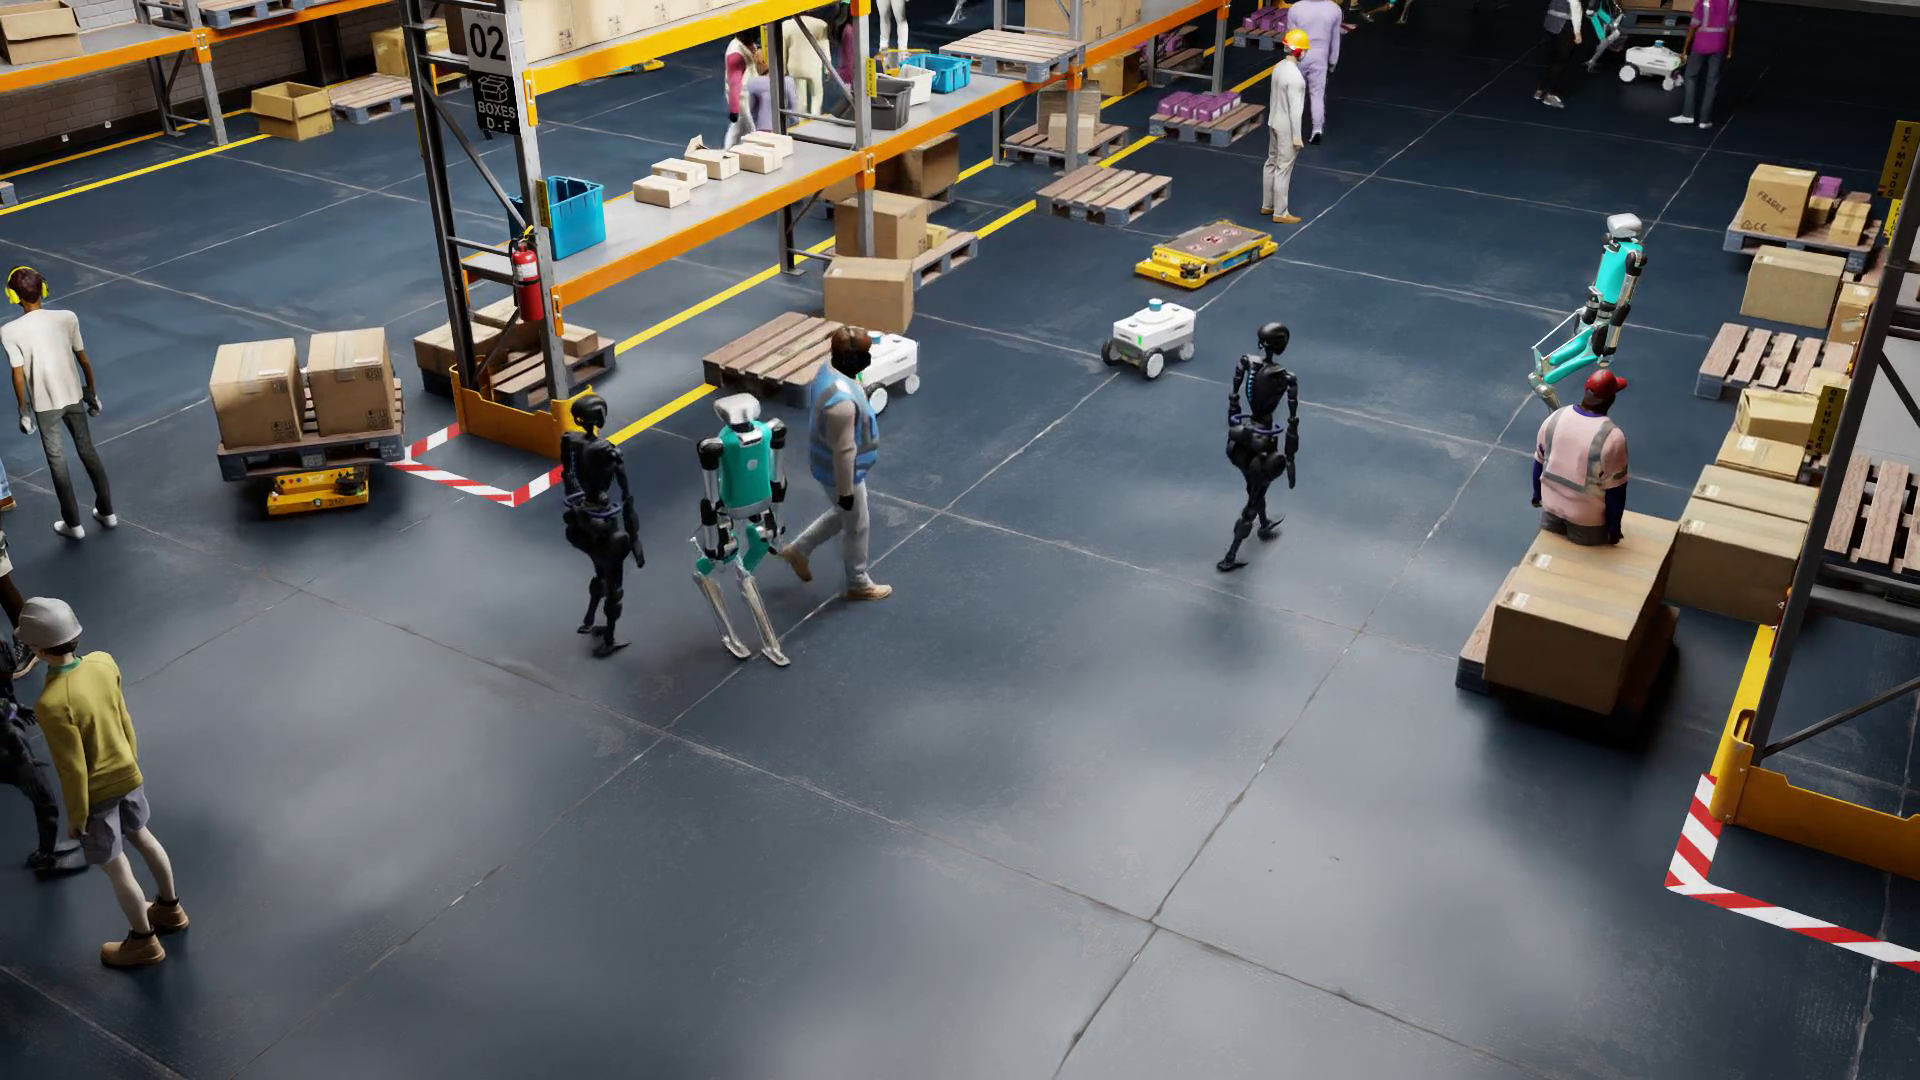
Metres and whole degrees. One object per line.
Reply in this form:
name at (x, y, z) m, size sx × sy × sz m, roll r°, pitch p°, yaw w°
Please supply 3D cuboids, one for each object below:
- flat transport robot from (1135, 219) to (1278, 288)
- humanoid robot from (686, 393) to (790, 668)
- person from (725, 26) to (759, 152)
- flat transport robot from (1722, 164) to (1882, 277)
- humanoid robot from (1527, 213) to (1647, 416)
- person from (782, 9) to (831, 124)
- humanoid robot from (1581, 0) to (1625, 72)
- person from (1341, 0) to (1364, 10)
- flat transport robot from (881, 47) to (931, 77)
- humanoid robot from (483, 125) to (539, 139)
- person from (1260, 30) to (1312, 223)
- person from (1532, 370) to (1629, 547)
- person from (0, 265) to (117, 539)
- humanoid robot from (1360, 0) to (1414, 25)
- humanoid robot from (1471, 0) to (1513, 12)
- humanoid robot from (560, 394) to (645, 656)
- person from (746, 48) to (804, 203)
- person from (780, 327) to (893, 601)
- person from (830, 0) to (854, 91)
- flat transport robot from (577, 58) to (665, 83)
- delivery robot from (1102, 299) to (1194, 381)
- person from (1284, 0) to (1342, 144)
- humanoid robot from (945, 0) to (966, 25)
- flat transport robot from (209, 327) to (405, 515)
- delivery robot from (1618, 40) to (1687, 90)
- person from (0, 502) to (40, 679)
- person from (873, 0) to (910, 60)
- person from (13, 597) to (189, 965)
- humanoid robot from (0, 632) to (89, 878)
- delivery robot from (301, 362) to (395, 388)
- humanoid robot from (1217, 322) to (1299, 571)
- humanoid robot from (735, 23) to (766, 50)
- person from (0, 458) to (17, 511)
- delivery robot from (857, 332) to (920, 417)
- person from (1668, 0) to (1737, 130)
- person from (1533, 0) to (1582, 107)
flat transport robot at (2.351, -2.720, 15.753) m, size 0.659 × 0.231 × 1.431 m, roll 24°, pitch 37°, yaw 36°
humanoid robot at (-1.330, -0.082, 9.581) m, size 0.536 × 1.774 × 0.722 m, roll -20°, pitch 35°, yaw -32°
person at (-2.146, -4.637, 17.588) m, size 0.950 × 1.791 × 0.652 m, roll 1°, pitch 29°, yaw 2°
flat transport robot at (7.923, -2.702, 15.721) m, size 0.659 × 0.231 × 1.431 m, roll 17°, pitch 34°, yaw 27°
humanoid robot at (4.434, -1.516, 11.996) m, size 0.735 × 1.677 × 0.533 m, roll -1°, pitch 30°, yaw -3°
person at (-1.764, -5.378, 18.954) m, size 0.584 × 1.738 × 0.404 m, roll -2°, pitch 30°, yaw -4°
humanoid robot at (8.542, -7.052, 21.985) m, size 0.658 × 1.859 × 0.541 m, roll 12°, pitch 32°, yaw 21°
person at (6.018, -9.008, 25.367) m, size 0.573 × 1.749 × 0.336 m, roll 25°, pitch 38°, yaw 36°
flat transport robot at (-0.686, -6.262, 22.019) m, size 0.659 × 0.231 × 1.431 m, roll -2°, pitch 30°, yaw -4°
humanoid robot at (-5.310, -5.508, 19.253) m, size 0.548 × 1.835 × 0.853 m, roll 17°, pitch 34°, yaw 27°
person at (3.257, -4.113, 16.574) m, size 0.367 × 1.891 × 0.558 m, roll -7°, pitch 30°, yaw -13°
person at (3.626, -0.187, 9.765) m, size 0.419 × 1.754 × 0.603 m, roll -20°, pitch 35°, yaw -31°
person at (-5.931, -0.898, 10.924) m, size 0.342 × 1.856 × 0.523 m, roll 21°, pitch 36°, yaw 32°
humanoid robot at (6.293, -8.238, 24.020) m, size 0.550 × 1.725 × 1.047 m, roll -20°, pitch 35°, yaw -32°
humanoid robot at (8.143, -8.829, 25.174) m, size 0.688 × 1.617 × 0.596 m, roll -3°, pitch 30°, yaw -6°
humanoid robot at (-2.097, -0.078, 9.661) m, size 0.586 × 1.655 × 0.355 m, roll 19°, pitch 34°, yaw 30°
person at (-1.888, -4.224, 17.040) m, size 0.544 × 1.613 × 0.367 m, roll -2°, pitch 30°, yaw -3°
person at (-0.775, -0.439, 10.145) m, size 0.612 × 1.822 × 0.639 m, roll -3°, pitch 30°, yaw -6°
person at (-1.148, -5.044, 18.169) m, size 0.485 × 1.938 × 0.540 m, roll -6°, pitch 30°, yaw -10°
flat transport robot at (-4.725, -6.328, 22.136) m, size 1.431 × 0.231 × 0.659 m, roll -22°, pitch 36°, yaw -34°
delivery robot at (1.566, -1.661, 13.603) m, size 0.799 × 0.608 × 0.499 m, roll -24°, pitch 37°, yaw -36°
person at (4.032, -5.543, 19.123) m, size 0.650 × 1.869 × 0.913 m, roll 0°, pitch 29°, yaw 0°
humanoid robot at (-0.060, -8.445, 24.497) m, size 0.546 × 1.885 × 0.797 m, roll 24°, pitch 38°, yaw 36°
flat transport robot at (-4.622, -0.614, 12.028) m, size 0.659 × 0.231 × 1.431 m, roll -8°, pitch 30°, yaw -14°
delivery robot at (8.996, -6.179, 21.570) m, size 0.764 × 0.582 × 0.499 m, roll 25°, pitch 38°, yaw 37°
person at (-5.675, -0.102, 9.401) m, size 0.612 × 1.961 × 0.362 m, roll 8°, pitch 30°, yaw 13°
person at (-0.922, -7.441, 22.410) m, size 0.634 × 1.936 × 0.351 m, roll 13°, pitch 32°, yaw 22°
person at (-3.804, 1.077, 7.387) m, size 0.374 × 1.893 × 0.485 m, roll 4°, pitch 30°, yaw 7°
humanoid robot at (-4.514, 0.910, 7.904) m, size 0.331 × 1.651 × 0.601 m, roll -17°, pitch 33°, yaw -27°
delivery robot at (-4.800, -1.299, 12.969) m, size 0.499 × 0.614 × 0.817 m, roll 4°, pitch 30°, yaw 8°
humanoid robot at (1.959, -0.630, 10.650) m, size 0.750 × 1.628 × 0.608 m, roll -21°, pitch 35°, yaw -32°
humanoid robot at (-2.417, -5.739, 19.692) m, size 0.609 × 1.640 × 0.456 m, roll 24°, pitch 37°, yaw 36°
person at (-6.795, -1.094, 11.126) m, size 0.394 × 1.992 × 0.618 m, roll -20°, pitch 35°, yaw -31°
delivery robot at (-0.672, -1.334, 13.002) m, size 0.499 × 0.586 × 0.773 m, roll 23°, pitch 36°, yaw 34°
person at (8.835, -5.779, 19.596) m, size 0.571 × 1.820 × 0.460 m, roll 4°, pitch 30°, yaw 8°
person at (7.434, -6.260, 20.554) m, size 0.423 × 1.724 × 0.801 m, roll -6°, pitch 30°, yaw -10°
